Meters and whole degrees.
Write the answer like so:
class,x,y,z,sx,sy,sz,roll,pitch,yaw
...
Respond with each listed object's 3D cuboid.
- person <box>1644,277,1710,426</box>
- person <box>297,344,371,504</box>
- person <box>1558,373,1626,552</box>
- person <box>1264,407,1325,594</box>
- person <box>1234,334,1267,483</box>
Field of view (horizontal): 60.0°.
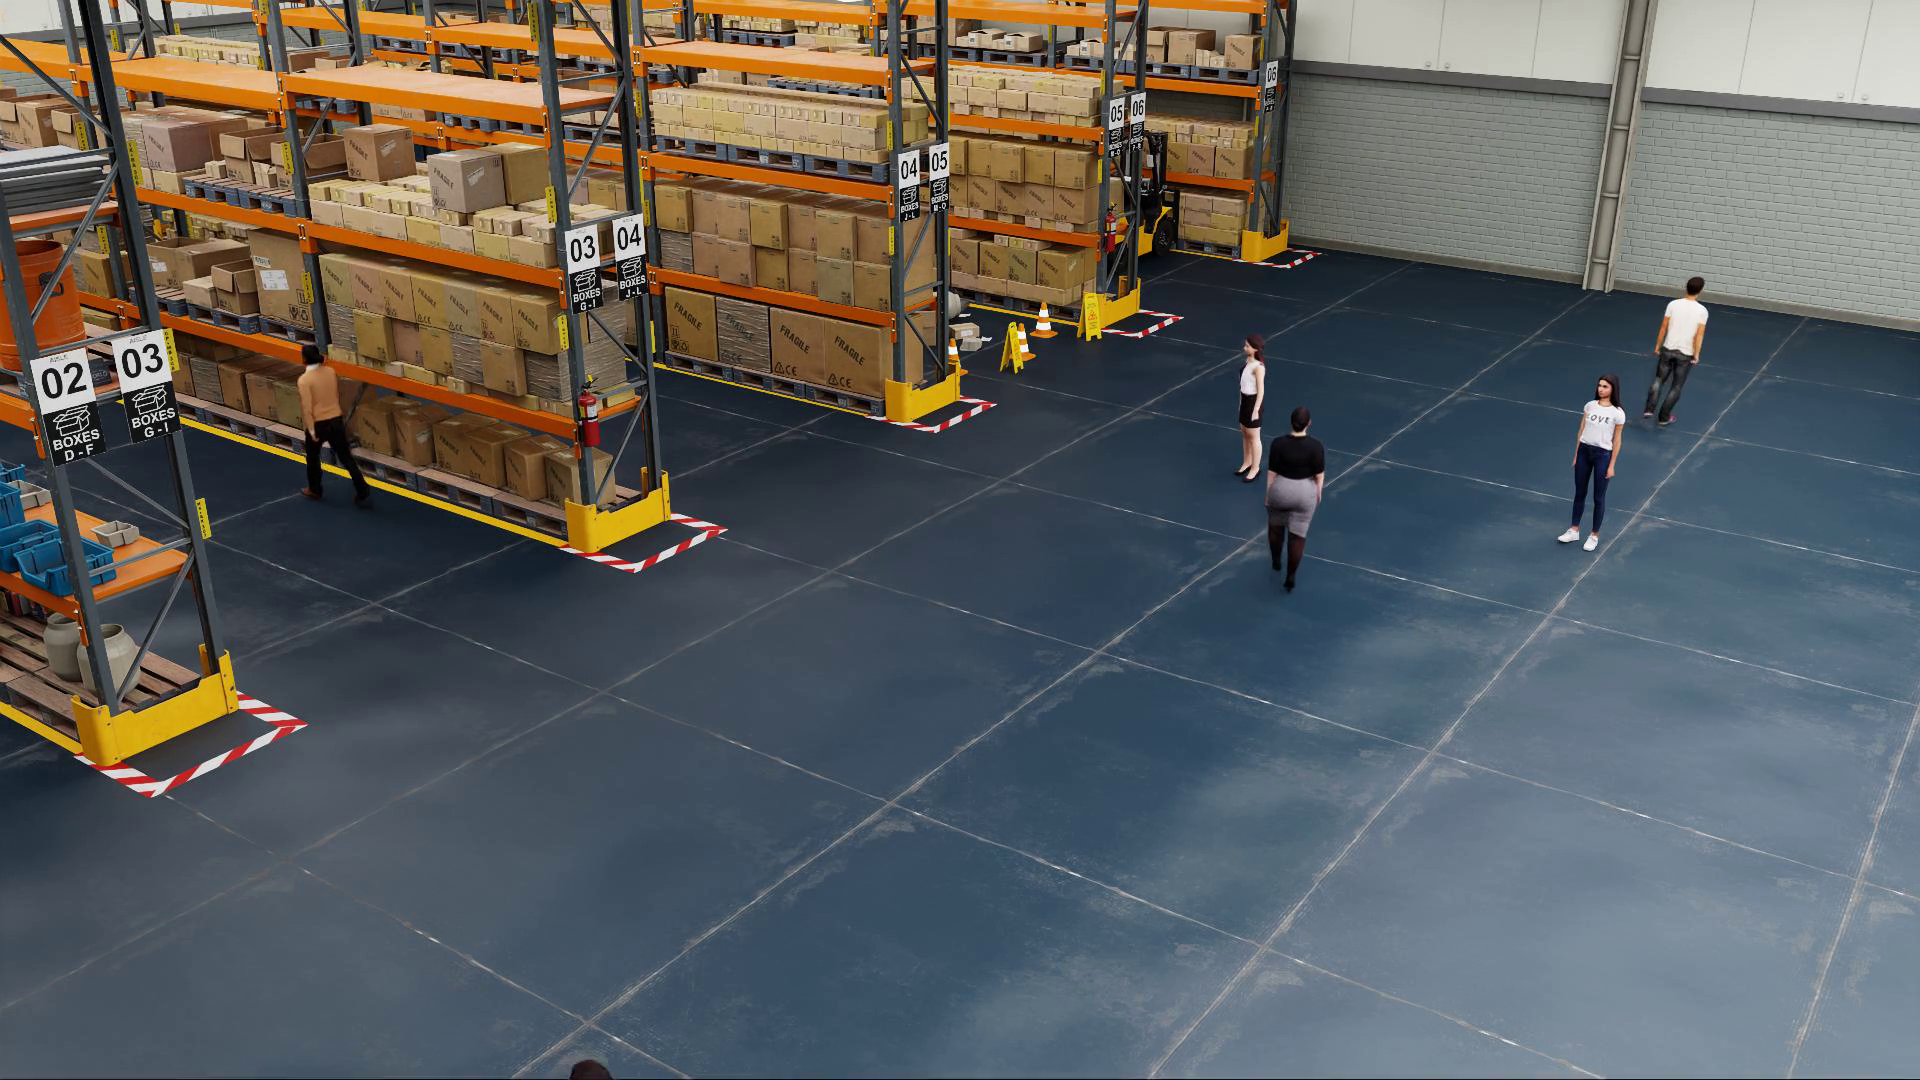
class,x,y,z,sx,sy,sz,roll,pitch,yaw
person,8.481,-2.215,19.712,0.733,1.780,0.773,16,28,32
person,-6.564,-1.184,17.349,1.144,1.730,0.647,15,27,32
person,6.245,-0.781,16.344,0.692,1.775,0.525,-20,30,-38
person,3.062,-0.340,15.363,0.900,1.732,0.906,6,24,13
person,3.162,-1.435,18.046,0.695,1.647,0.630,-5,24,-12
